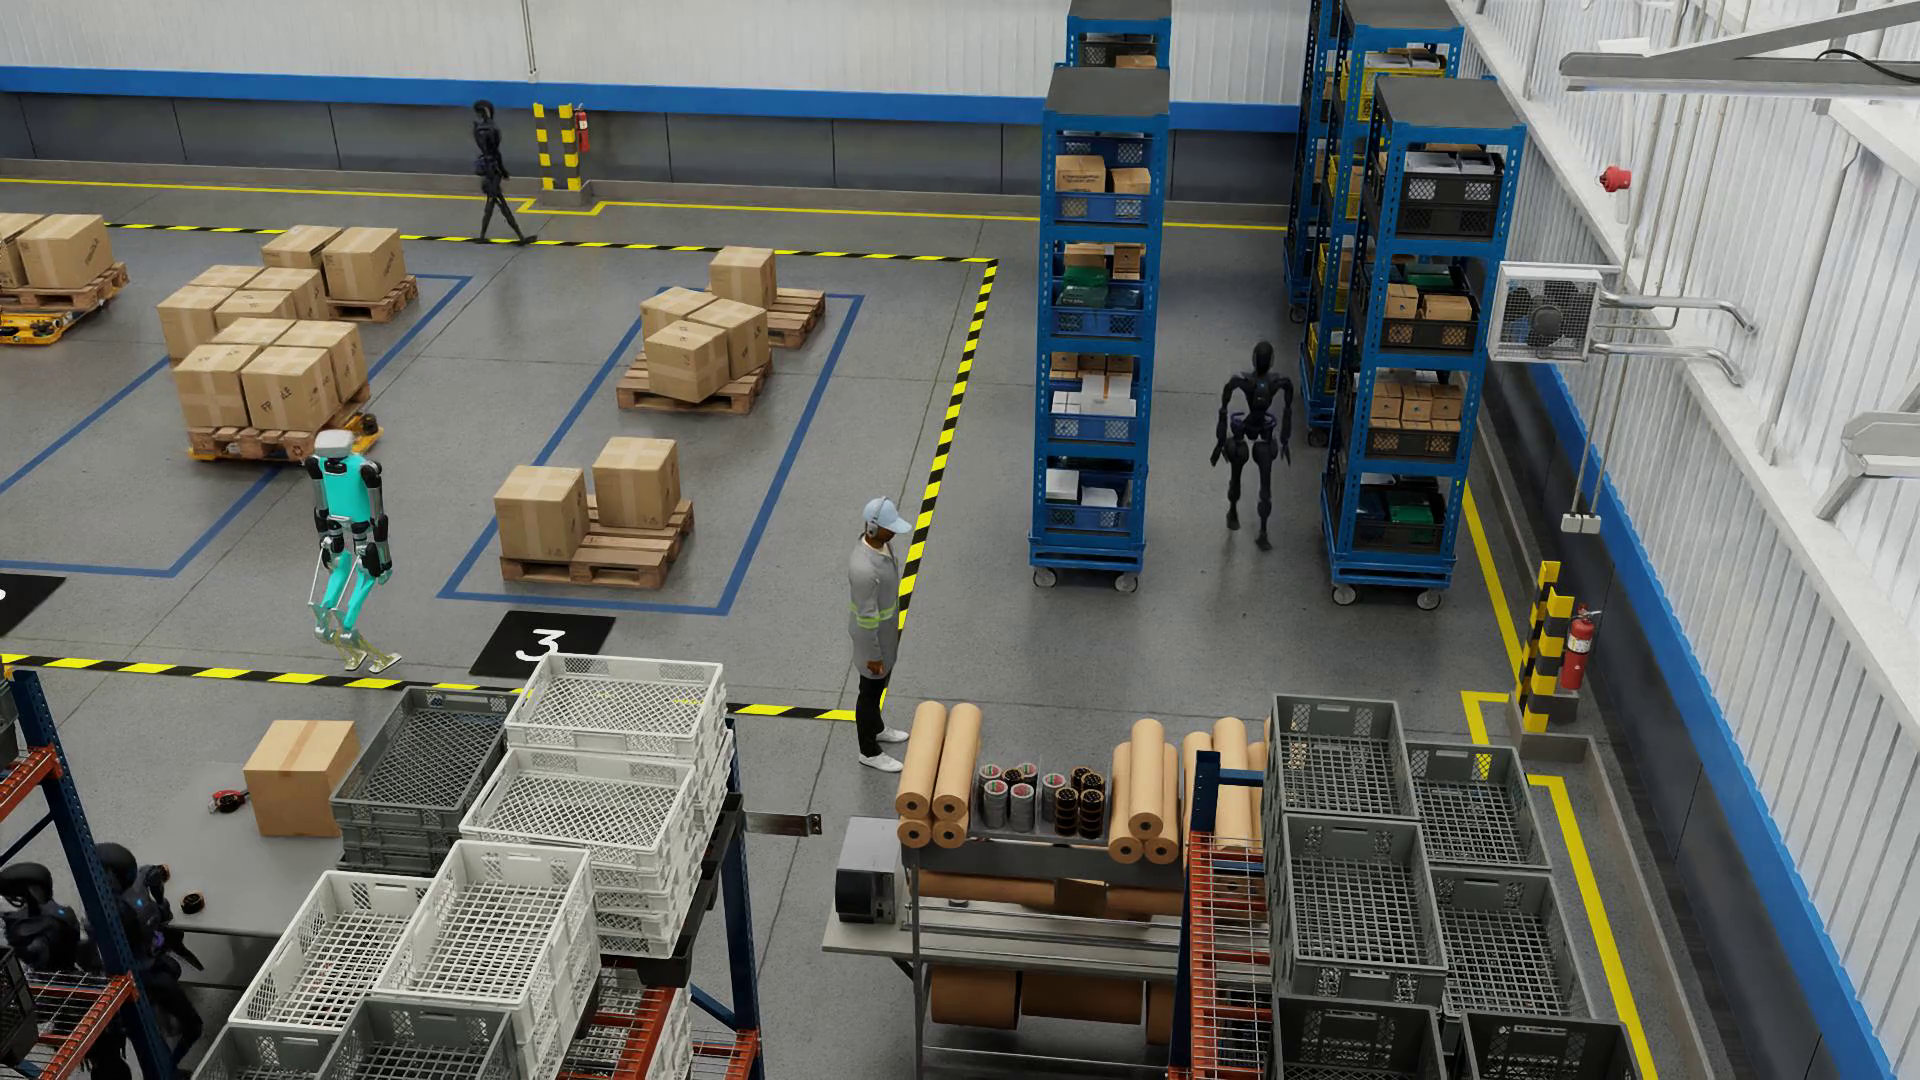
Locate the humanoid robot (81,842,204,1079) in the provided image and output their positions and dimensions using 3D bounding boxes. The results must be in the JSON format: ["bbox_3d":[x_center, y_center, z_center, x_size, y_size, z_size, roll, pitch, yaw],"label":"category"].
[{"bbox_3d":[-3.812,2.054,7.740,0.329,1.641,0.609,6,31,9],"label":"humanoid robot"}]

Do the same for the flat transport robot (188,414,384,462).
[{"bbox_3d":[-5.741,-0.888,14.171,1.431,0.197,0.652,3,30,6],"label":"flat transport robot"}]

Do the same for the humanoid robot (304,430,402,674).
[{"bbox_3d":[-4.040,0.161,10.803,0.533,1.677,0.735,9,31,15],"label":"humanoid robot"}]

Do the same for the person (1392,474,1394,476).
[{"bbox_3d":[3.408,-1.128,12.968,0.384,1.929,0.633,-10,32,-17],"label":"person"}]

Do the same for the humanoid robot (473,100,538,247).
[{"bbox_3d":[-5.059,-4.013,18.198,0.744,1.632,0.592,-2,30,-3],"label":"humanoid robot"}]

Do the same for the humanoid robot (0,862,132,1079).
[{"bbox_3d":[-4.060,2.096,7.670,0.381,1.654,0.597,-12,32,-20],"label":"humanoid robot"}]

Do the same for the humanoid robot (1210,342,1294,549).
[{"bbox_3d":[2.214,-0.726,12.541,0.612,1.629,0.713,-1,30,-1],"label":"humanoid robot"}]

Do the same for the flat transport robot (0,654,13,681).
[{"bbox_3d":[-7.142,0.969,11.010,1.431,0.231,0.659,3,30,6],"label":"flat transport robot"}]

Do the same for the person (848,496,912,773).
[{"bbox_3d":[-0.477,0.558,10.146,0.396,1.847,0.588,3,30,5],"label":"person"}]

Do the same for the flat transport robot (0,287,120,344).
[{"bbox_3d":[-9.091,-2.336,16.657,0.652,0.197,1.431,1,30,2],"label":"flat transport robot"}]
